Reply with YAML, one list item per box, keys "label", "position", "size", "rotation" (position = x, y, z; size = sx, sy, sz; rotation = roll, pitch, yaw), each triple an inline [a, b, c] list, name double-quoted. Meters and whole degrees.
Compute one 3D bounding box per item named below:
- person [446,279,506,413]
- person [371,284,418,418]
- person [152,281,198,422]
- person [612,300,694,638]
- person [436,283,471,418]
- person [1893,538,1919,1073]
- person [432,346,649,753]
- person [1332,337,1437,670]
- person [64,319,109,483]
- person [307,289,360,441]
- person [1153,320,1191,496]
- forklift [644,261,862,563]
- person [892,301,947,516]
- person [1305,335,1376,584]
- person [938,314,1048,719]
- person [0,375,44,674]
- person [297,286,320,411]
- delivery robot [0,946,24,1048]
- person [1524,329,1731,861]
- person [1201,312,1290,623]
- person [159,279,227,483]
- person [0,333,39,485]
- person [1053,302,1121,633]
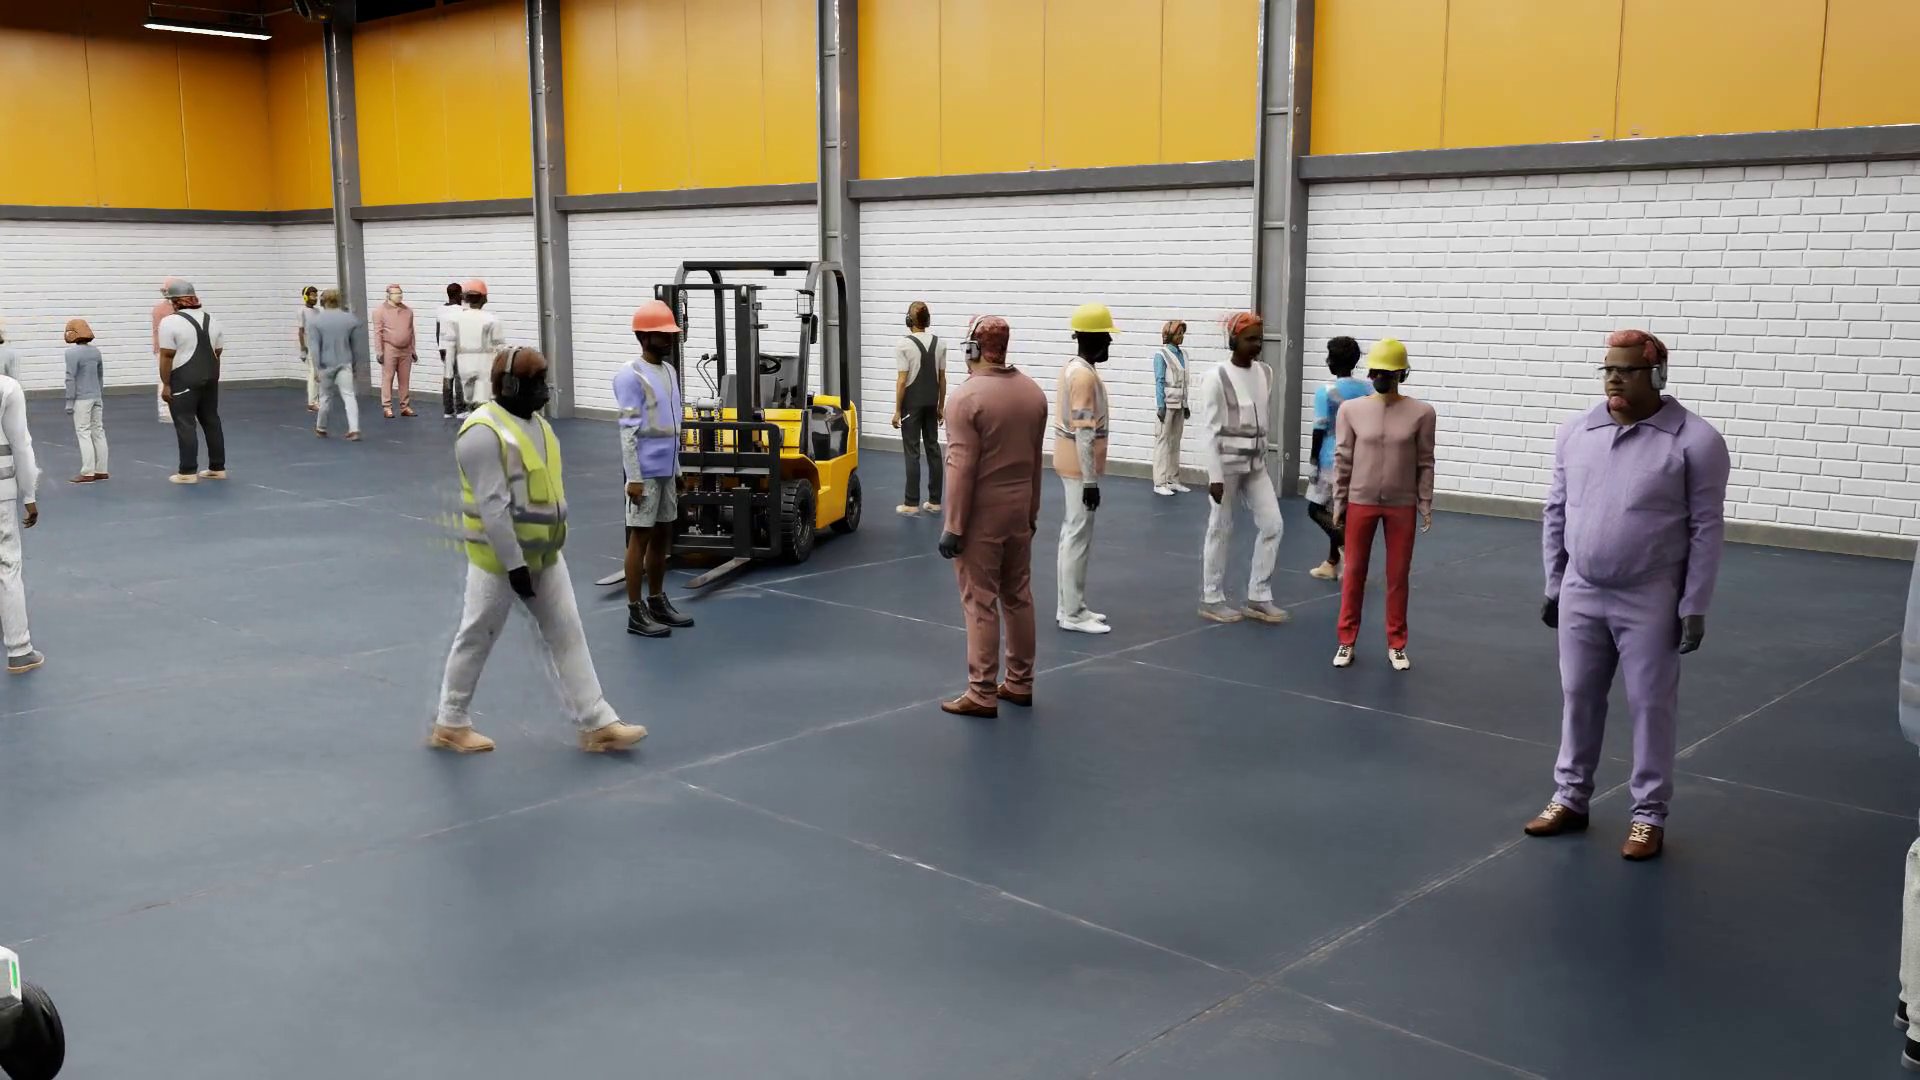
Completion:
- label: "person"
  position: [-5.282, -1.867, 18.370]
  size: [0.640, 1.997, 1.023]
  rotation: [1, 9, 5]
- label: "person"
  position: [-8.048, -2.698, 23.769]
  size: [0.403, 1.906, 0.651]
  rotation: [8, 12, 39]
- label: "person"
  position: [-10.809, -2.584, 22.940]
  size: [0.574, 1.958, 0.632]
  rotation: [1, 9, 4]
- label: "person"
  position: [-1.765, -0.415, 9.667]
  size: [0.364, 1.939, 0.542]
  rotation: [3, 10, 21]
- label: "person"
  position: [-7.195, -2.685, 23.653]
  size: [0.597, 1.916, 0.371]
  rotation: [6, 11, 31]
- label: "person"
  position: [2.685, 0.502, 4.369]
  size: [0.404, 1.834, 0.589]
  rotation: [5, 10, 27]
- label: "person"
  position: [-1.895, 0.066, 7.196]
  size: [0.976, 1.793, 0.627]
  rotation: [3, 10, 19]
- label: "person"
  position: [2.232, -0.184, 8.786]
  size: [0.528, 1.765, 0.327]
  rotation: [2, 9, 13]
- label: "person"
  position: [-8.698, -1.379, 16.536]
  size: [0.286, 1.627, 0.504]
  rotation: [1, 9, 7]
- label: "person"
  position: [-7.760, -2.167, 20.631]
  size: [0.641, 1.877, 1.066]
  rotation: [-7, 12, -37]
- label: "person"
  position: [1.995, -1.246, 15.681]
  size: [0.309, 1.641, 0.514]
  rotation: [7, 12, 37]
- label: "forklift"
  position: [-1.552, -1.040, 12.721]
  size: [1.214, 2.155, 2.313]
  rotation: [2, 9, 11]
- label: "person"
  position: [-0.353, -1.129, 14.332]
  size: [0.521, 1.844, 0.331]
  rotation: [-6, 11, -34]
- label: "person"
  position: [2.551, -0.523, 11.102]
  size: [0.546, 1.686, 0.607]
  rotation: [-6, 11, -31]
- label: "person"
  position: [0.126, -0.114, 7.922]
  size: [0.402, 1.906, 0.652]
  rotation: [8, 12, 41]
- label: "person"
  position: [-5.115, -0.221, 8.651]
  size: [0.574, 1.883, 0.356]
  rotation: [-3, 10, -16]
- label: "person"
  position: [-9.649, -2.853, 24.842]
  size: [0.403, 1.862, 0.540]
  rotation: [2, 9, 11]
- label: "delivery robot"
  position: [-2.729, 1.111, 4.232]
  size: [0.707, 0.478, 0.477]
  rotation: [7, 12, 31]
- label: "person"
  position: [2.392, 0.196, 6.025]
  size: [0.399, 1.908, 0.643]
  rotation: [-8, 12, -41]
- label: "person"
  position: [1.713, -0.407, 9.841]
  size: [0.621, 1.859, 0.699]
  rotation: [-7, 12, -37]
- label: "person"
  position: [-7.715, -1.600, 16.621]
  size: [0.537, 2.000, 0.692]
  rotation: [4, 10, 21]
- label: "person"
  position: [-9.005, -1.264, 15.595]
  size: [0.780, 1.702, 0.521]
  rotation: [4, 10, 22]
- label: "person"
  position: [0.743, -0.424, 9.774]
  size: [0.386, 1.926, 0.614]
  rotation: [0, 9, 0]
